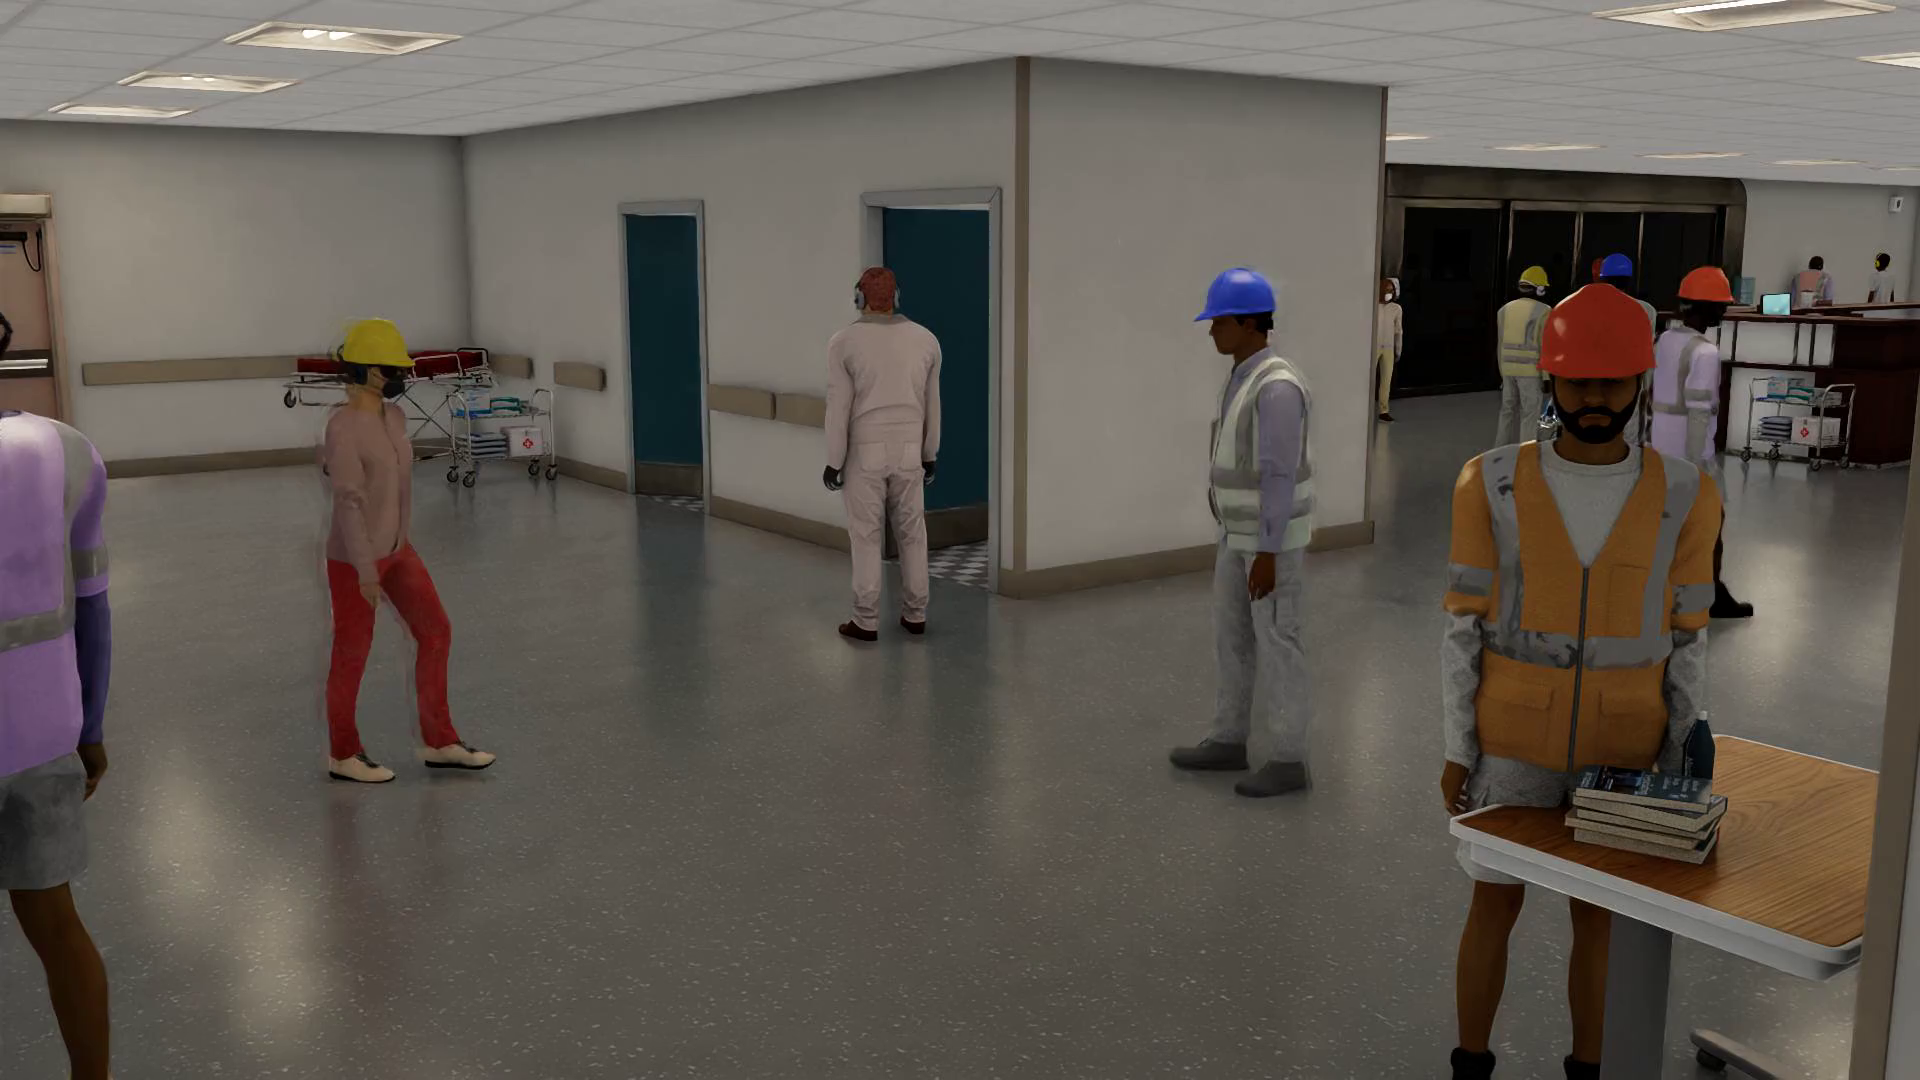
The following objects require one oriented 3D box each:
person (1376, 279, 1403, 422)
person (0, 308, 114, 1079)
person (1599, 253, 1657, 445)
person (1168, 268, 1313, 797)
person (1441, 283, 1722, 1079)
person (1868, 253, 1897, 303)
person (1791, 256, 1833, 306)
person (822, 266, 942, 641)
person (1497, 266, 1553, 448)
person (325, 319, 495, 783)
[{"bbox_3d":[4.782,-2.147,18.887,0.504,1.627,0.286,-2,10,-12],"label":"person"},{"bbox_3d":[-2.040,0.409,3.438,0.409,2.029,0.614,4,11,21],"label":"person"},{"bbox_3d":[4.774,-1.118,12.204,0.616,1.945,0.404,-2,10,-9],"label":"person"},{"bbox_3d":[1.056,-0.016,6.130,0.532,1.931,0.613,-2,10,-10],"label":"person"},{"bbox_3d":[1.304,0.431,3.557,0.545,1.939,0.373,3,10,14],"label":"person"},{"bbox_3d":[14.589,-3.621,26.447,0.531,1.870,0.317,-3,10,-14],"label":"person"},{"bbox_3d":[13.854,-3.705,27.082,0.433,1.823,0.658,-9,13,-40],"label":"person"},{"bbox_3d":[-0.413,-0.440,8.534,0.652,1.904,0.402,-6,12,-28],"label":"person"},{"bbox_3d":[4.979,-1.487,14.642,0.404,1.825,0.602,-6,12,-28],"label":"person"},{"bbox_3d":[-2.074,0.061,6.155,0.717,1.737,0.559,2,10,10],"label":"person"}]
